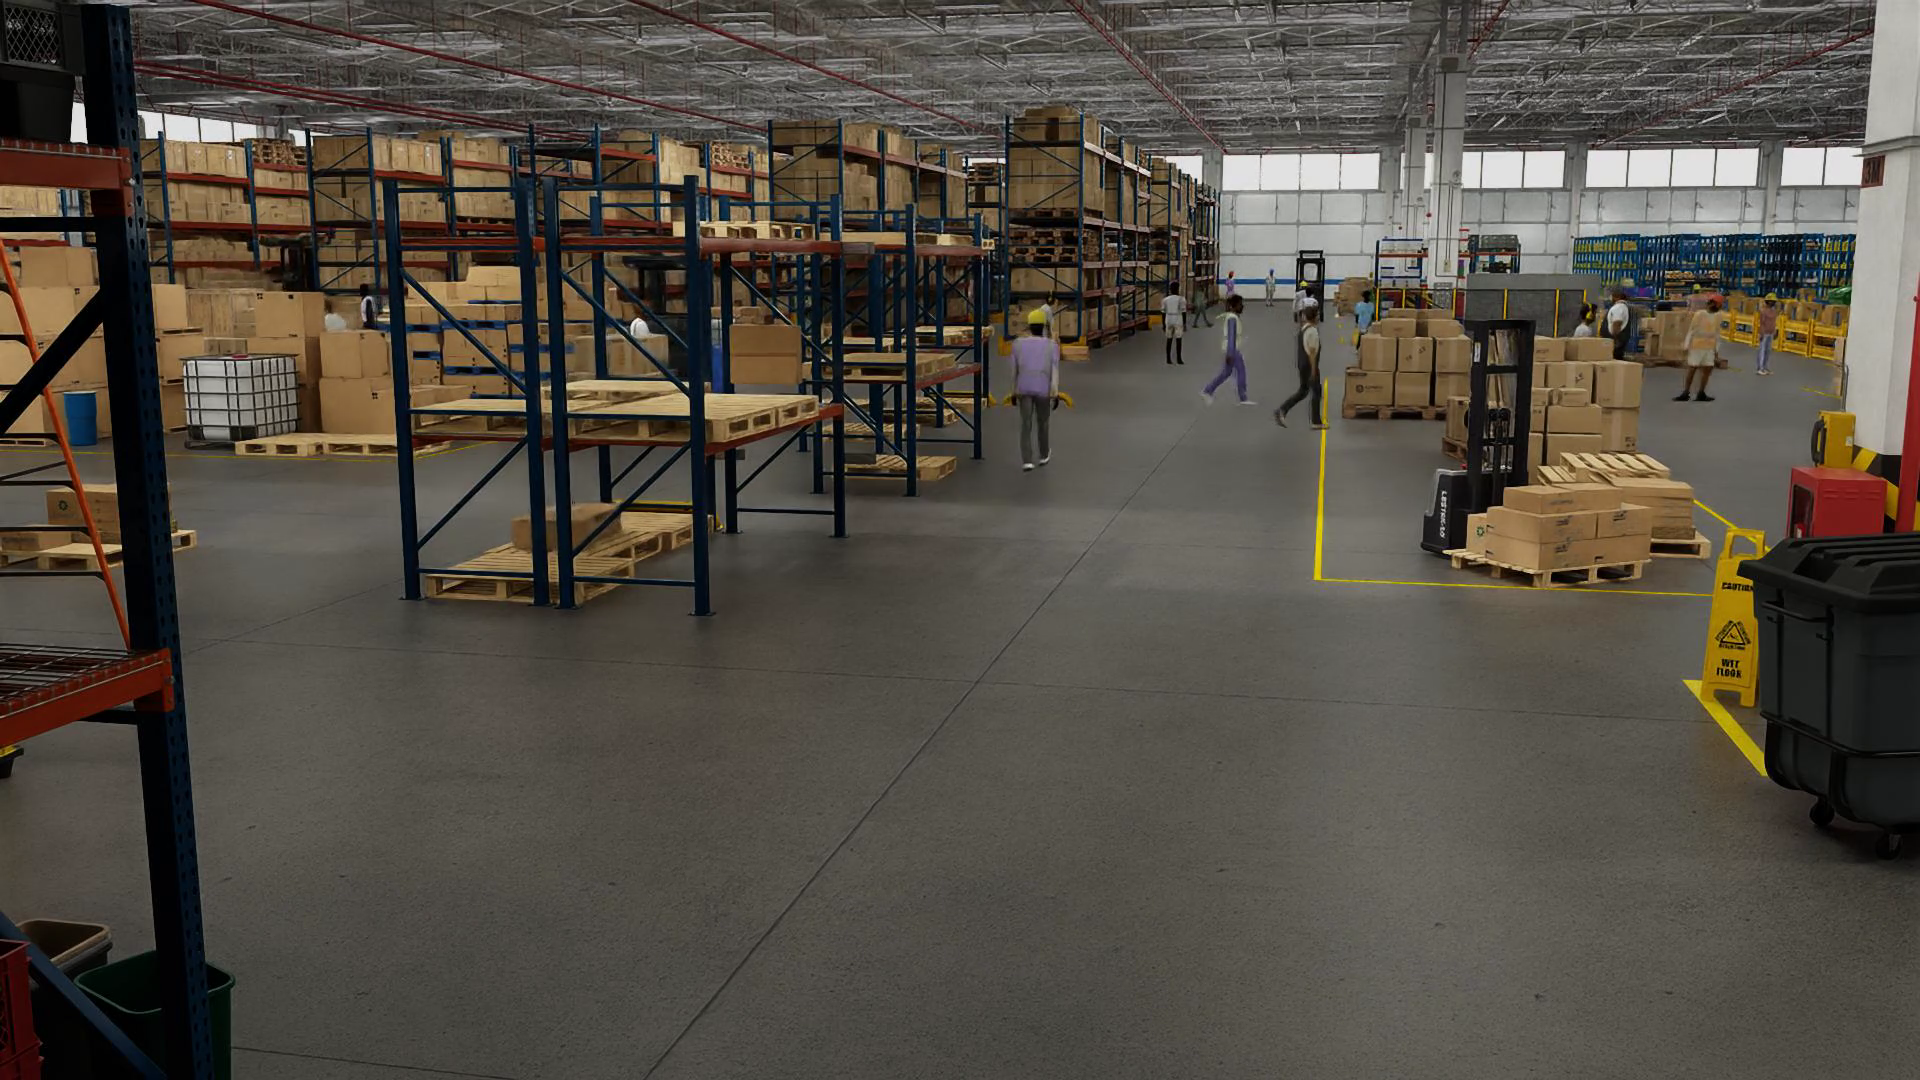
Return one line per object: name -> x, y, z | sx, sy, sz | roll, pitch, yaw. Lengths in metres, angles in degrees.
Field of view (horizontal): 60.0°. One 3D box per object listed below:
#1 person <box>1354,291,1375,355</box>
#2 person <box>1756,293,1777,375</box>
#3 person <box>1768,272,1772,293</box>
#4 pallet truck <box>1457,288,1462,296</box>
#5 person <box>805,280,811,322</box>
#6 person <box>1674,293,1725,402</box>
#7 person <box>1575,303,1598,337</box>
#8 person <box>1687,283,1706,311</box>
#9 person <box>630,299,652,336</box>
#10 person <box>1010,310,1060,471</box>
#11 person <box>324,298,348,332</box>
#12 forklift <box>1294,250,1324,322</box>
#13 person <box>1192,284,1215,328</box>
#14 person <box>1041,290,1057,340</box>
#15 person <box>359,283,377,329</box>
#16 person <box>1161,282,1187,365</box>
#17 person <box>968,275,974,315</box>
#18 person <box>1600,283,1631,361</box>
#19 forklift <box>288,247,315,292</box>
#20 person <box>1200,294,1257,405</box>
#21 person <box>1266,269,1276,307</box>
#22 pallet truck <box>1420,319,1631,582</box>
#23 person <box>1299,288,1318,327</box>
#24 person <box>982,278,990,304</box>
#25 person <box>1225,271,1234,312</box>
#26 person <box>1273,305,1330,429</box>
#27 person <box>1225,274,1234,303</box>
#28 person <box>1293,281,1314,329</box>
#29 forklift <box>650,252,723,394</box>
person -> 10.438, -5.549, 42.666 | 0.532, 1.650, 0.858 | -6, 11, -31
person -> 17.368, -4.432, 35.762 | 0.530, 1.766, 0.321 | -7, 12, -34
person -> 43.065, -13.381, 88.578 | 0.766, 1.824, 0.570 | 2, 10, 10
pallet truck -> 20.506, -9.785, 68.819 | 0.653, 1.274, 1.630 | 2, 10, 12
person -> -5.816, -9.492, 66.002 | 0.865, 1.655, 0.539 | 3, 10, 17
person -> 12.837, -3.324, 28.864 | 0.735, 1.891, 0.415 | -1, 10, -8
person -> 8.832, -2.420, 23.574 | 0.437, 1.879, 0.565 | 2, 10, 10
person -> 22.290, -6.896, 50.379 | 0.538, 1.750, 0.459 | 3, 10, 18
person -> -4.698, -2.607, 24.593 | 0.362, 1.883, 0.575 | -3, 10, -20
person -> 0.879, -1.772, 19.674 | 0.606, 1.873, 0.986 | 2, 10, 11
person -> -9.742, -2.796, 25.717 | 1.020, 1.875, 0.632 | 2, 10, 12
forklift -> 13.778, -10.002, 65.433 | 1.129, 2.768, 1.873 | 2, 10, 12
person -> 8.755, -8.400, 59.742 | 0.841, 1.588, 0.518 | 2, 10, 14
person -> 1.765, -4.138, 33.762 | 0.432, 1.845, 0.537 | -2, 10, -11
person -> -14.600, -5.411, 41.194 | 0.861, 1.893, 0.599 | -5, 11, -26
person -> 5.029, -5.084, 39.063 | 0.604, 1.954, 0.393 | 5, 11, 26
person -> 0.437, -9.247, 63.902 | 0.435, 1.885, 0.665 | 1, 10, 5
person -> 12.281, -3.800, 31.193 | 0.537, 2.000, 0.701 | 7, 12, 35
forklift -> -19.470, -7.292, 49.389 | 1.129, 2.768, 1.873 | 7, 12, 37
person -> 4.575, -3.223, 28.241 | 0.898, 1.891, 0.599 | 2, 10, 10
person -> 16.263, -13.185, 87.057 | 0.603, 1.941, 0.402 | -4, 11, -24
pallet truck -> 4.543, -0.757, 13.299 | 0.823, 1.965, 1.885 | -4, 10, -22
person -> 9.787, -6.243, 46.790 | 0.550, 1.646, 0.859 | 0, 10, 3
person -> 1.235, -11.307, 75.990 | 0.640, 1.922, 0.550 | 3, 10, 18
person -> 12.741, -11.715, 78.397 | 0.543, 1.928, 0.373 | -9, 13, -42
person -> 4.995, -2.497, 24.129 | 0.771, 1.824, 0.514 | -2, 10, -12
person -> 14.450, -13.436, 89.218 | 0.555, 1.712, 0.932 | -1, 10, -4
person -> 10.580, -7.068, 51.260 | 0.603, 1.798, 0.802 | 1, 10, 8
forklift -> -4.407, -3.395, 26.310 | 1.129, 2.768, 1.873 | 2, 10, 12
